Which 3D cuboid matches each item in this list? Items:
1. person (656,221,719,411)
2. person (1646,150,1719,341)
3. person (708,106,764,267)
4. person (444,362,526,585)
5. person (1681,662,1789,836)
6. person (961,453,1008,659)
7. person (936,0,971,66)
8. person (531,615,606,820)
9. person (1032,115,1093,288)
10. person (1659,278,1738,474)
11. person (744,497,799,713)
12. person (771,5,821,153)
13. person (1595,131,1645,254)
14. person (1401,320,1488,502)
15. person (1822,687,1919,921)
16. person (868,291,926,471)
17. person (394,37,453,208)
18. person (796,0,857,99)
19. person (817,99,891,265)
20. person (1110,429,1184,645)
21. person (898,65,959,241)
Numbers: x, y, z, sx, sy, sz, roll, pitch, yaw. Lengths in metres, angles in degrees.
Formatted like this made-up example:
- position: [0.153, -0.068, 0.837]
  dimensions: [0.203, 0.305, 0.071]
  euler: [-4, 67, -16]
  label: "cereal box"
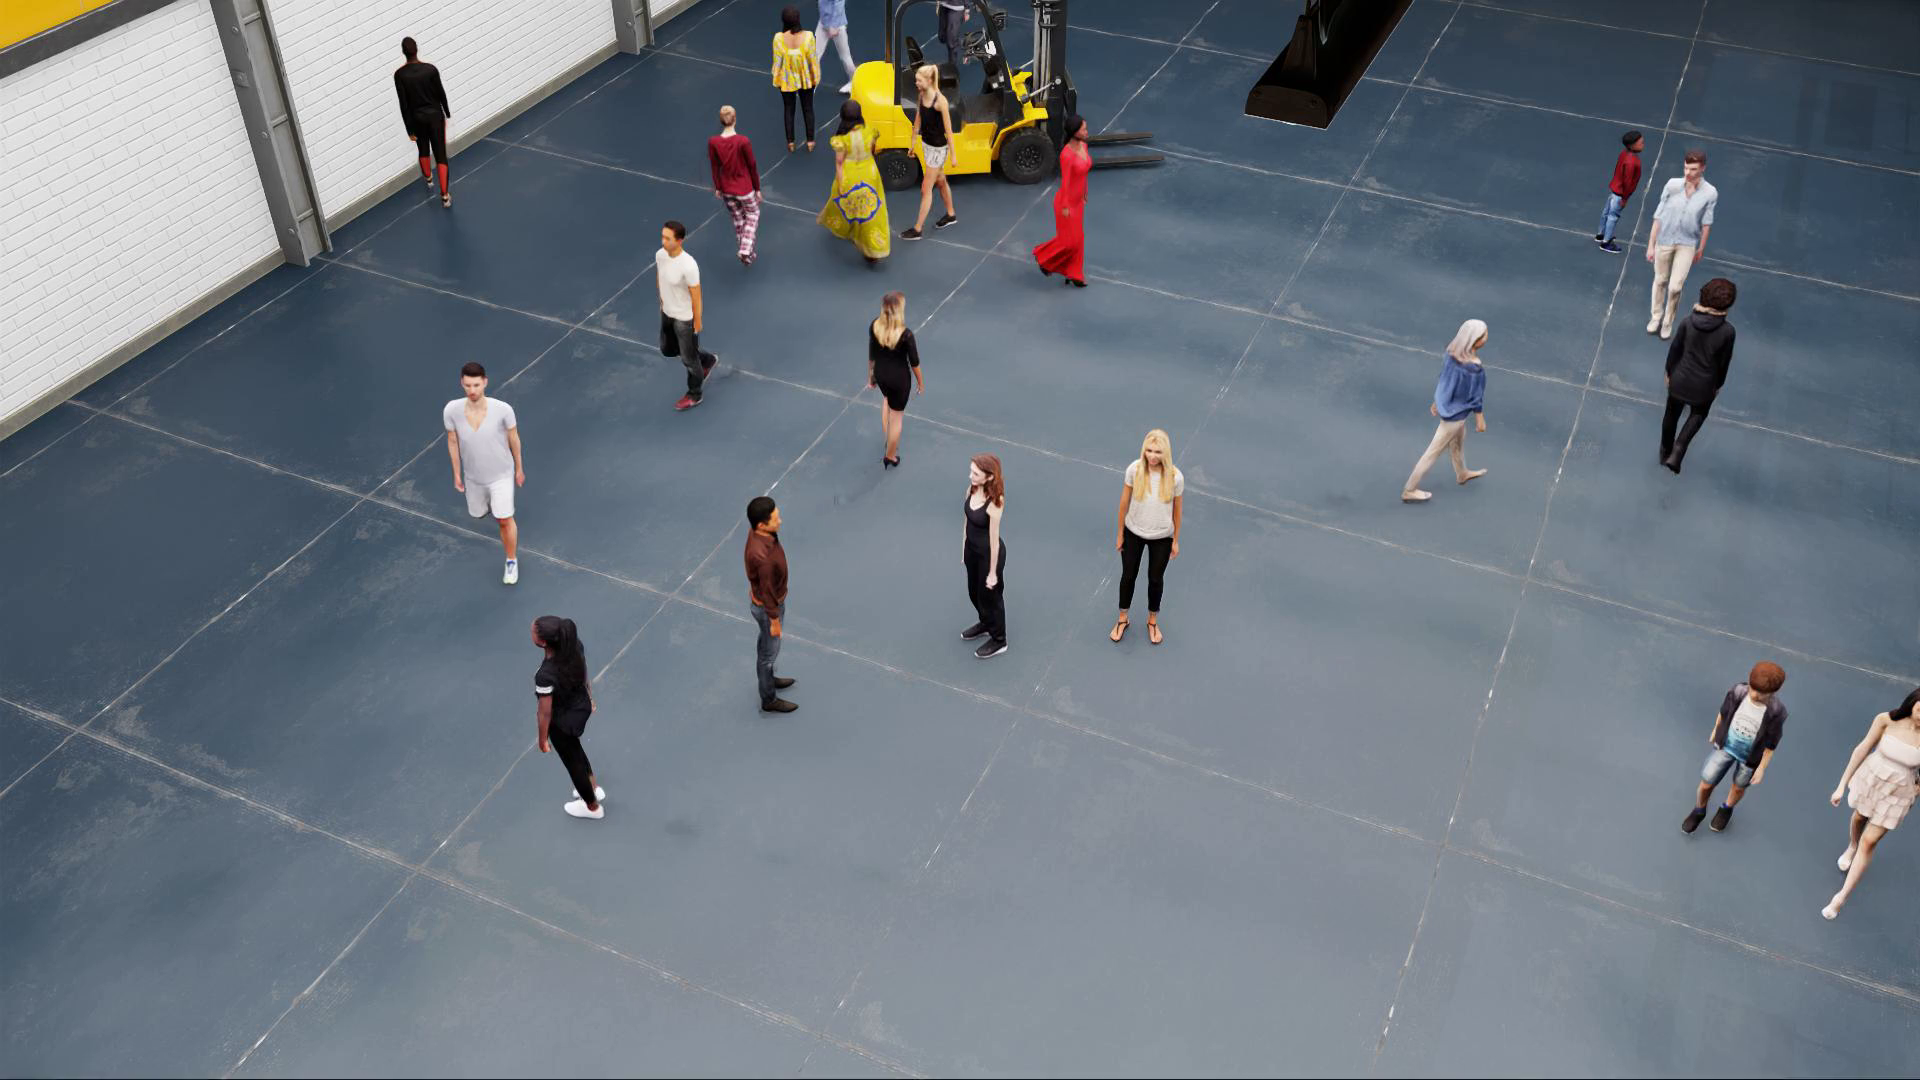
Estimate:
- position: [-2.357, -1.998, 14.470]
  dimensions: [0.789, 1.797, 0.901]
  euler: [30, 47, 32]
  label: "person"
- position: [6.663, -2.783, 15.420]
  dimensions: [0.694, 1.829, 0.697]
  euler: [19, 42, 22]
  label: "person"
- position: [-2.209, -3.421, 16.329]
  dimensions: [0.750, 1.691, 0.787]
  euler: [8, 39, 10]
  label: "person"
- position: [-3.577, -0.585, 12.660]
  dimensions: [0.955, 1.838, 1.143]
  euler: [-1, 39, -1]
  label: "person"
- position: [5.029, 1.298, 10.629]
  dimensions: [0.635, 1.430, 0.709]
  euler: [26, 45, 29]
  label: "person"
- position: [0.200, 0.095, 11.884]
  dimensions: [0.666, 1.744, 0.647]
  euler: [-23, 44, -26]
  label: "person"
- position: [-0.044, -6.427, 20.047]
  dimensions: [0.780, 1.750, 1.023]
  euler: [28, 46, 30]
  label: "person"
- position: [-2.424, 1.151, 10.578]
  dimensions: [0.736, 1.723, 0.614]
  euler: [11, 40, 13]
  label: "person"
- position: [1.002, -3.261, 16.072]
  dimensions: [0.708, 1.772, 0.718]
  euler: [20, 43, 23]
  label: "person"
- position: [5.996, -1.293, 13.602]
  dimensions: [0.694, 1.769, 0.857]
  euler: [22, 44, 25]
  label: "person"
- position: [-1.328, 0.432, 11.435]
  dimensions: [0.779, 1.778, 0.655]
  euler: [-5, 39, -6]
  label: "person"
- position: [-1.816, -5.110, 18.475]
  dimensions: [0.864, 1.652, 0.914]
  euler: [-3, 39, -4]
  label: "person"
- position: [6.686, -3.553, 16.844]
  dimensions: [0.623, 1.255, 0.510]
  euler: [3, 39, 4]
  label: "person"
- position: [3.856, -0.994, 13.322]
  dimensions: [1.034, 1.661, 1.056]
  euler: [-6, 39, -7]
  label: "person"
- position: [5.640, 1.489, 10.174]
  dimensions: [0.757, 1.700, 1.043]
  euler: [28, 46, 31]
  label: "person"
- position: [-0.598, -1.257, 13.643]
  dimensions: [0.608, 1.661, 0.604]
  euler: [19, 43, 23]
  label: "person"
- position: [-5.569, -4.358, 17.435]
  dimensions: [1.022, 1.776, 1.117]
  euler: [-10, 40, -13]
  label: "person"
- position: [-1.442, -6.107, 19.575]
  dimensions: [1.234, 1.838, 0.999]
  euler: [-27, 46, -29]
  label: "person"
- position: [-0.987, -3.517, 16.535]
  dimensions: [1.299, 1.595, 1.351]
  euler: [-14, 41, -17]
  label: "person"
- position: [1.350, -0.035, 11.980]
  dimensions: [0.666, 1.826, 0.630]
  euler: [5, 39, 6]
  label: "person"
- position: [-0.179, -4.007, 16.969]
  dimensions: [1.135, 1.808, 0.956]
  euler: [-25, 45, -28]
  label: "person"
